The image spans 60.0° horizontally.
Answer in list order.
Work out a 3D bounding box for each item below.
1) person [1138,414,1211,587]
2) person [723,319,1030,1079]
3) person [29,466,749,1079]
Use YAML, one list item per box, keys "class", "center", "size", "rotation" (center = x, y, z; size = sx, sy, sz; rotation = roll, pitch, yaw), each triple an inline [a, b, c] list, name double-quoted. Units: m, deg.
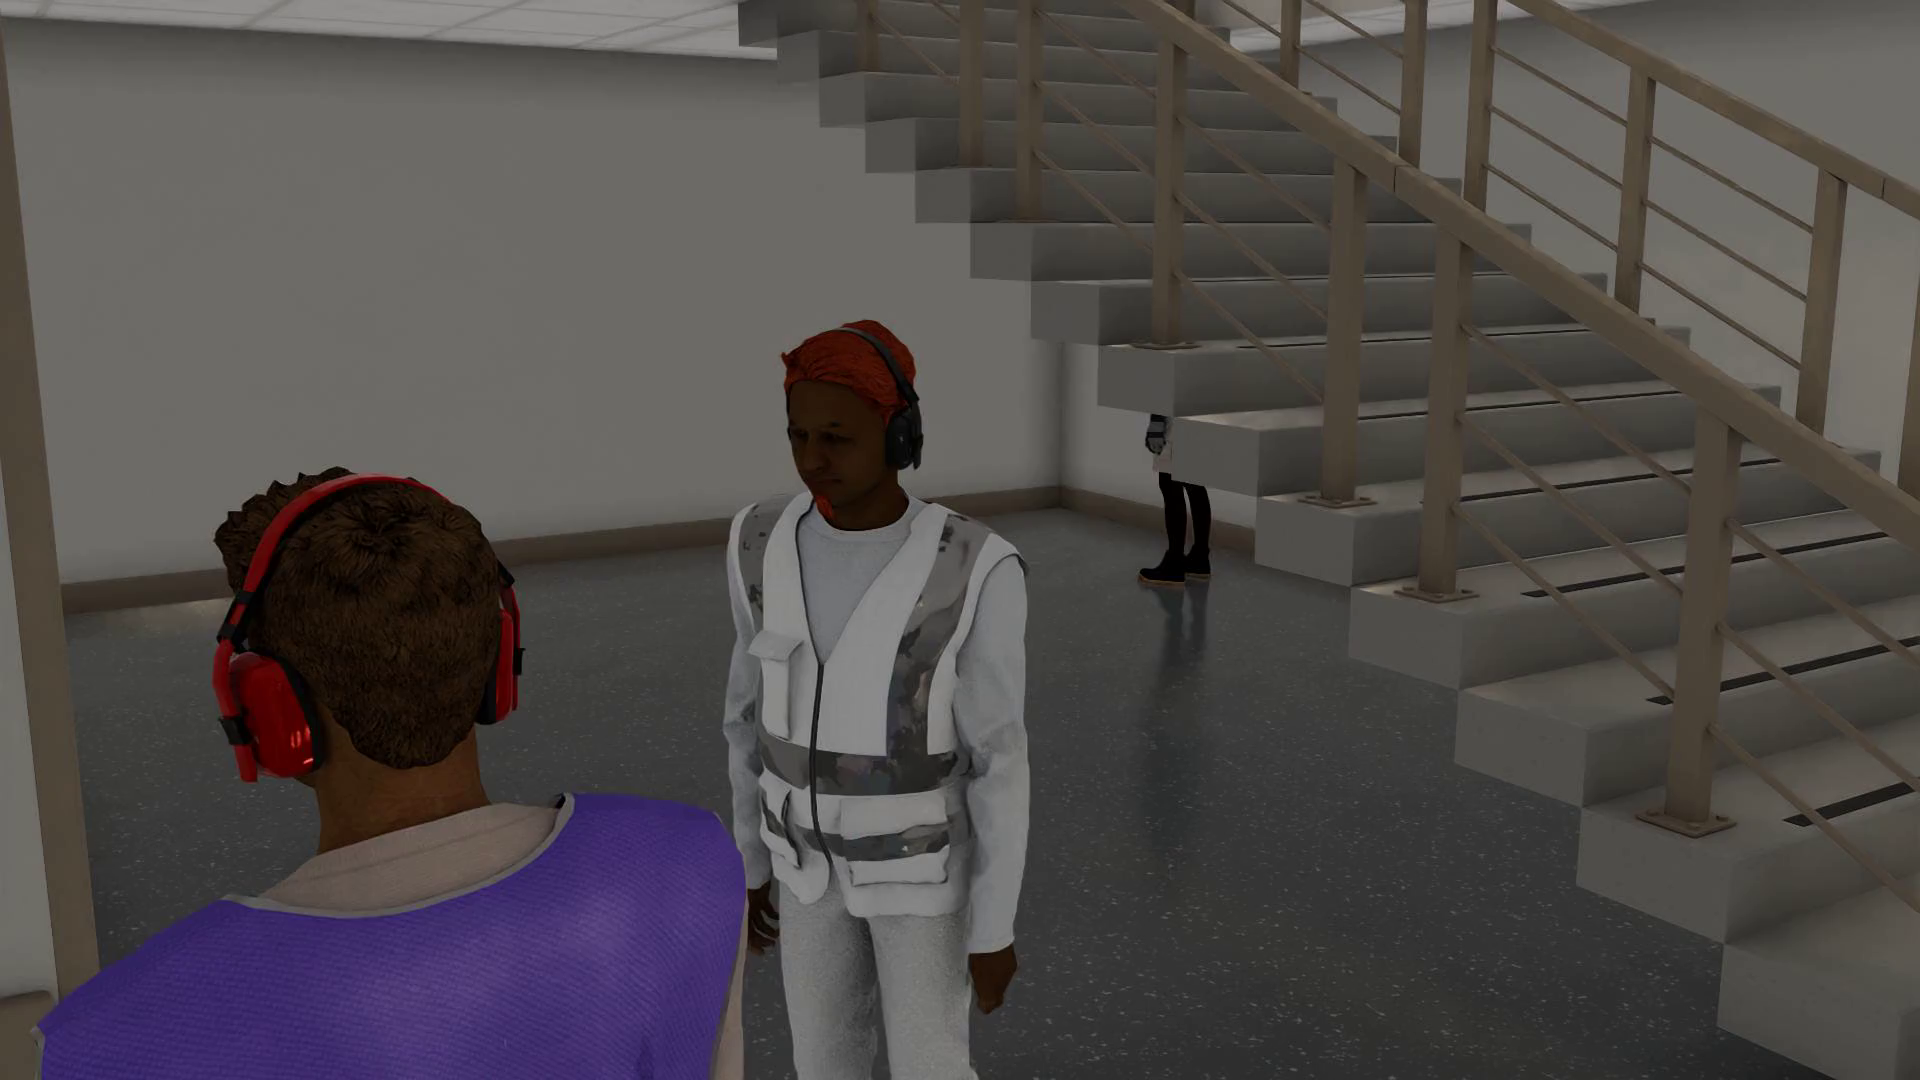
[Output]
- class: "person"
  center: [1.239, -0.718, 9.348]
  size: [0.373, 1.958, 0.603]
  rotation: [7, 13, 34]
- class: "person"
  center: [-0.149, 0.571, 2.799]
  size: [0.571, 1.875, 0.365]
  rotation: [7, 13, 31]
- class: "person"
  center: [-0.411, 0.858, 1.395]
  size: [0.565, 1.837, 0.396]
  rotation: [-9, 14, -39]
